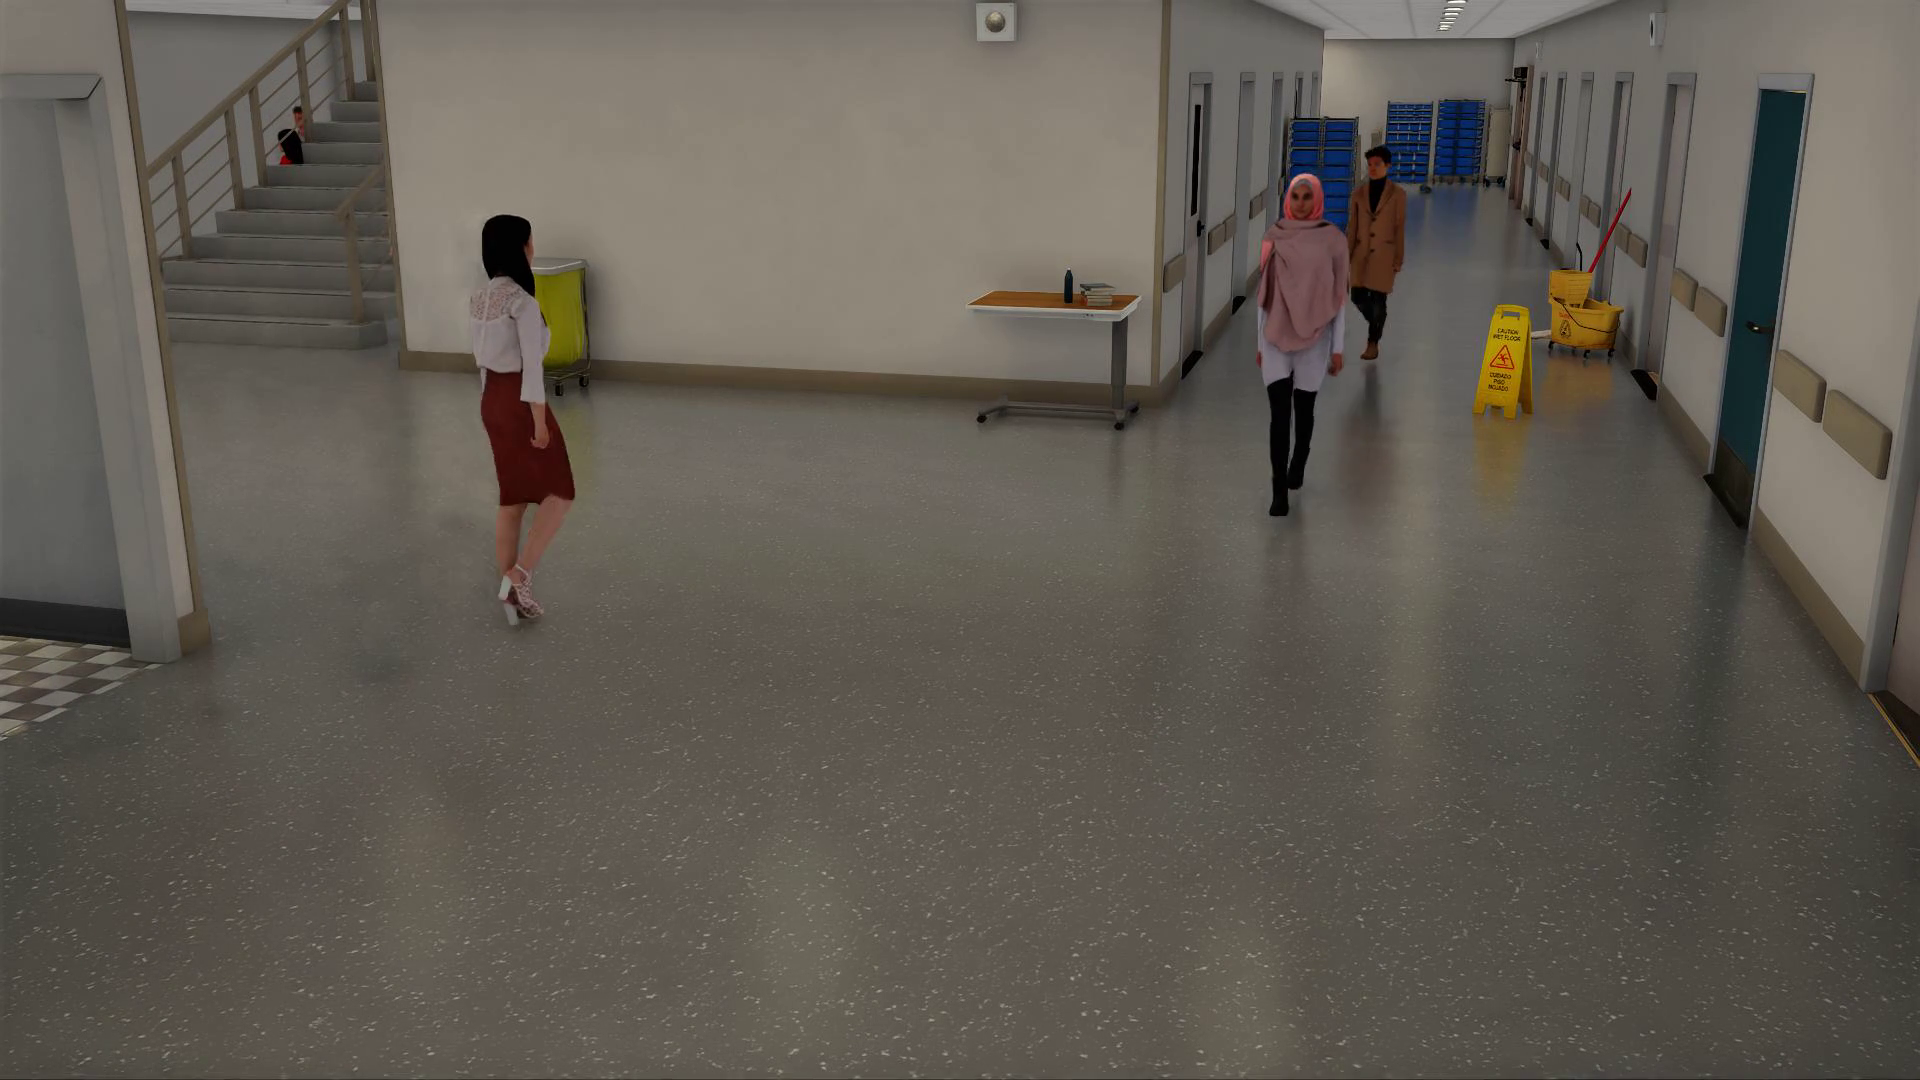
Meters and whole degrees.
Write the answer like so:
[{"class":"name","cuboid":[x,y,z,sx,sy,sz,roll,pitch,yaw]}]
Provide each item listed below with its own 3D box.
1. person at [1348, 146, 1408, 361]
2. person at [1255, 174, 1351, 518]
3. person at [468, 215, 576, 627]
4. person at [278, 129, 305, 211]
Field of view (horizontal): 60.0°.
[{"class":"person","cuboid":[3.452,-2.352,13.645,0.805,1.711,0.946,11,19,33]},{"class":"person","cuboid":[1.834,-1.045,8.993,0.630,1.762,1.152,4,16,15]},{"class":"person","cuboid":[-1.917,-0.463,6.974,0.722,1.737,0.742,14,21,40]},{"class":"person","cuboid":[-6.894,-3.386,17.318,0.710,1.749,0.589,2,16,6]}]
